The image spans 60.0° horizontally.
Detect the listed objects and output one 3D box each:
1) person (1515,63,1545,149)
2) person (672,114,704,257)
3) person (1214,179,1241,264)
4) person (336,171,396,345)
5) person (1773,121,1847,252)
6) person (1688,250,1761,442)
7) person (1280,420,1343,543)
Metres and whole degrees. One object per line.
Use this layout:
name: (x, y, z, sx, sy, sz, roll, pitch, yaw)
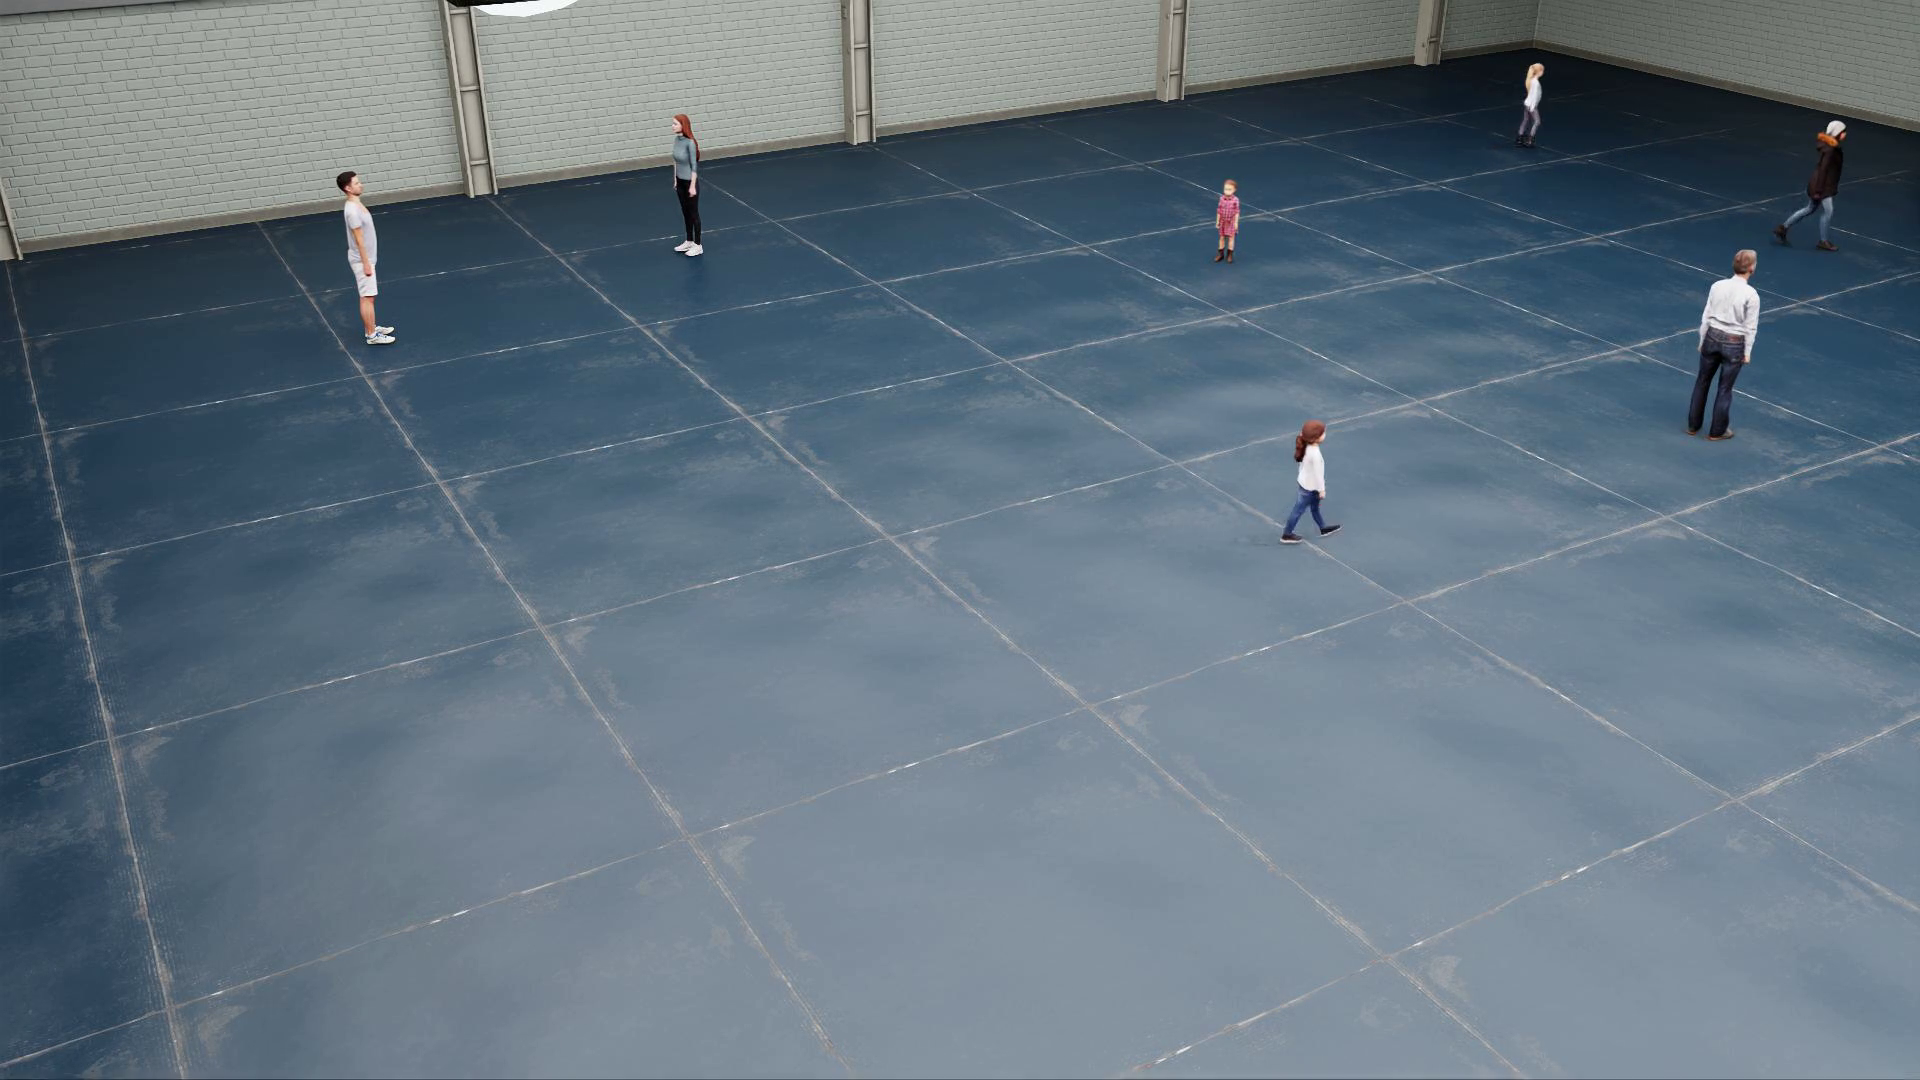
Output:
person: (8.696, -6.657, 25.504, 0.717, 1.266, 0.654, 2, 27, 4)
person: (-3.383, -4.405, 20.611, 0.581, 1.743, 0.618, -20, 33, -34)
person: (3.306, -3.942, 20.498, 0.502, 1.021, 0.549, 12, 29, 21)
person: (-6.405, -3.032, 17.819, 0.644, 1.856, 0.722, -9, 28, -16)
person: (10.710, -4.438, 20.821, 1.042, 1.608, 1.046, 10, 29, 19)
person: (7.144, -1.834, 15.534, 0.614, 1.818, 0.694, -21, 34, -35)
person: (2.813, -0.468, 13.681, 0.805, 1.087, 0.646, -2, 27, -3)
